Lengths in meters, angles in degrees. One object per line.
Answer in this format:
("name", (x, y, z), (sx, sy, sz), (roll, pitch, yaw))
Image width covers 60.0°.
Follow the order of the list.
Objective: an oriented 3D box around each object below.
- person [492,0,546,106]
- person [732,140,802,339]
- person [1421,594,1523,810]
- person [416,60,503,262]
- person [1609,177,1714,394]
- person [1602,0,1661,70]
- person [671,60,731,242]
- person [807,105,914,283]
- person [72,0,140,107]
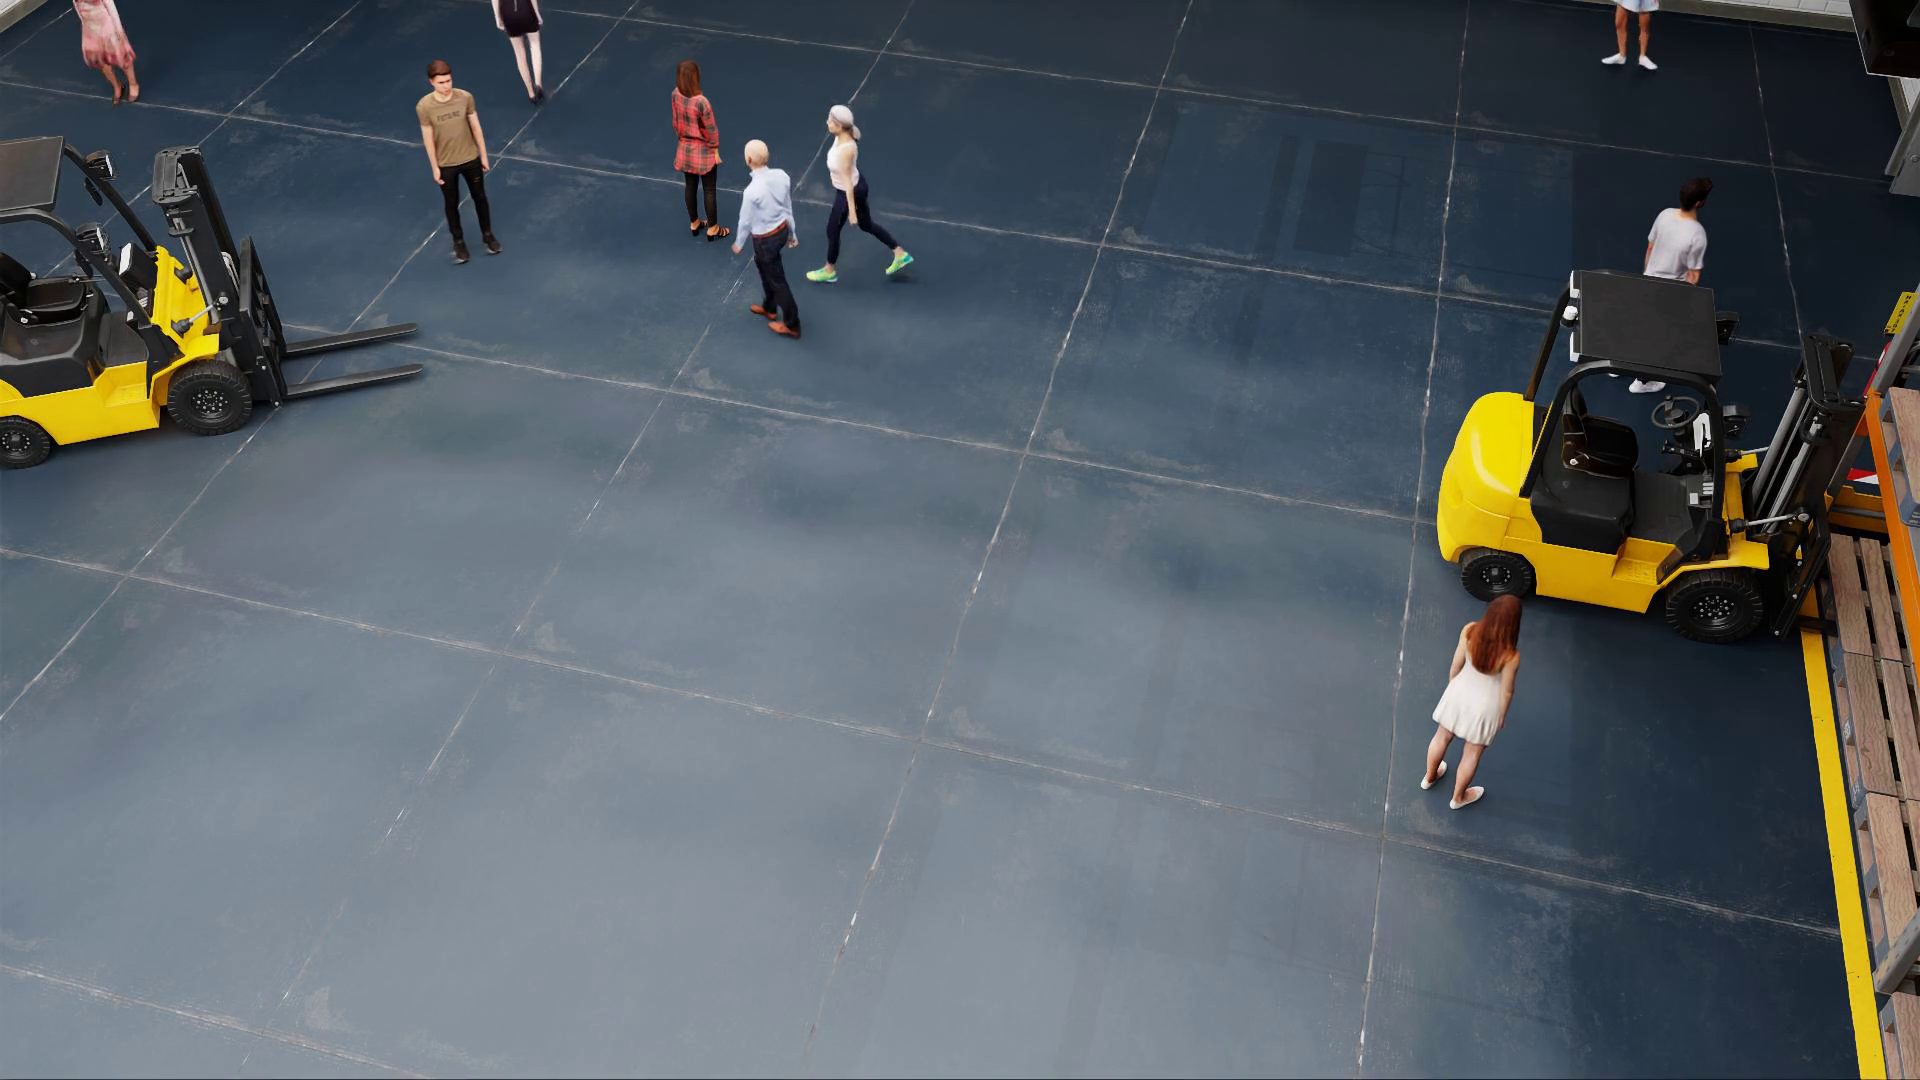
("person", (-4.305, -5.077, 16.297), (0.755, 1.820, 0.816), (-12, 45, -12))
("person", (-1.477, -2.380, 13.507), (0.819, 1.764, 0.832), (22, 48, 22))
("person", (3.105, 0.961, 10.040), (0.675, 1.710, 0.646), (-32, 52, -29))
("person", (-4.359, -3.309, 14.421), (0.731, 1.848, 0.780), (-20, 47, -19))
("person", (5.517, -2.002, 13.020), (0.811, 1.889, 0.736), (-19, 47, -19))
("person", (6.958, -5.605, 16.941), (0.878, 1.698, 0.880), (30, 51, 28))
("person", (-2.315, -3.435, 14.659), (0.683, 1.702, 0.660), (25, 49, 24))
("person", (-0.835, -2.904, 14.128), (0.901, 1.666, 1.170), (-1, 44, -1))
("person", (-8.473, -5.149, 16.478), (0.663, 1.675, 0.706), (4, 44, 5))
